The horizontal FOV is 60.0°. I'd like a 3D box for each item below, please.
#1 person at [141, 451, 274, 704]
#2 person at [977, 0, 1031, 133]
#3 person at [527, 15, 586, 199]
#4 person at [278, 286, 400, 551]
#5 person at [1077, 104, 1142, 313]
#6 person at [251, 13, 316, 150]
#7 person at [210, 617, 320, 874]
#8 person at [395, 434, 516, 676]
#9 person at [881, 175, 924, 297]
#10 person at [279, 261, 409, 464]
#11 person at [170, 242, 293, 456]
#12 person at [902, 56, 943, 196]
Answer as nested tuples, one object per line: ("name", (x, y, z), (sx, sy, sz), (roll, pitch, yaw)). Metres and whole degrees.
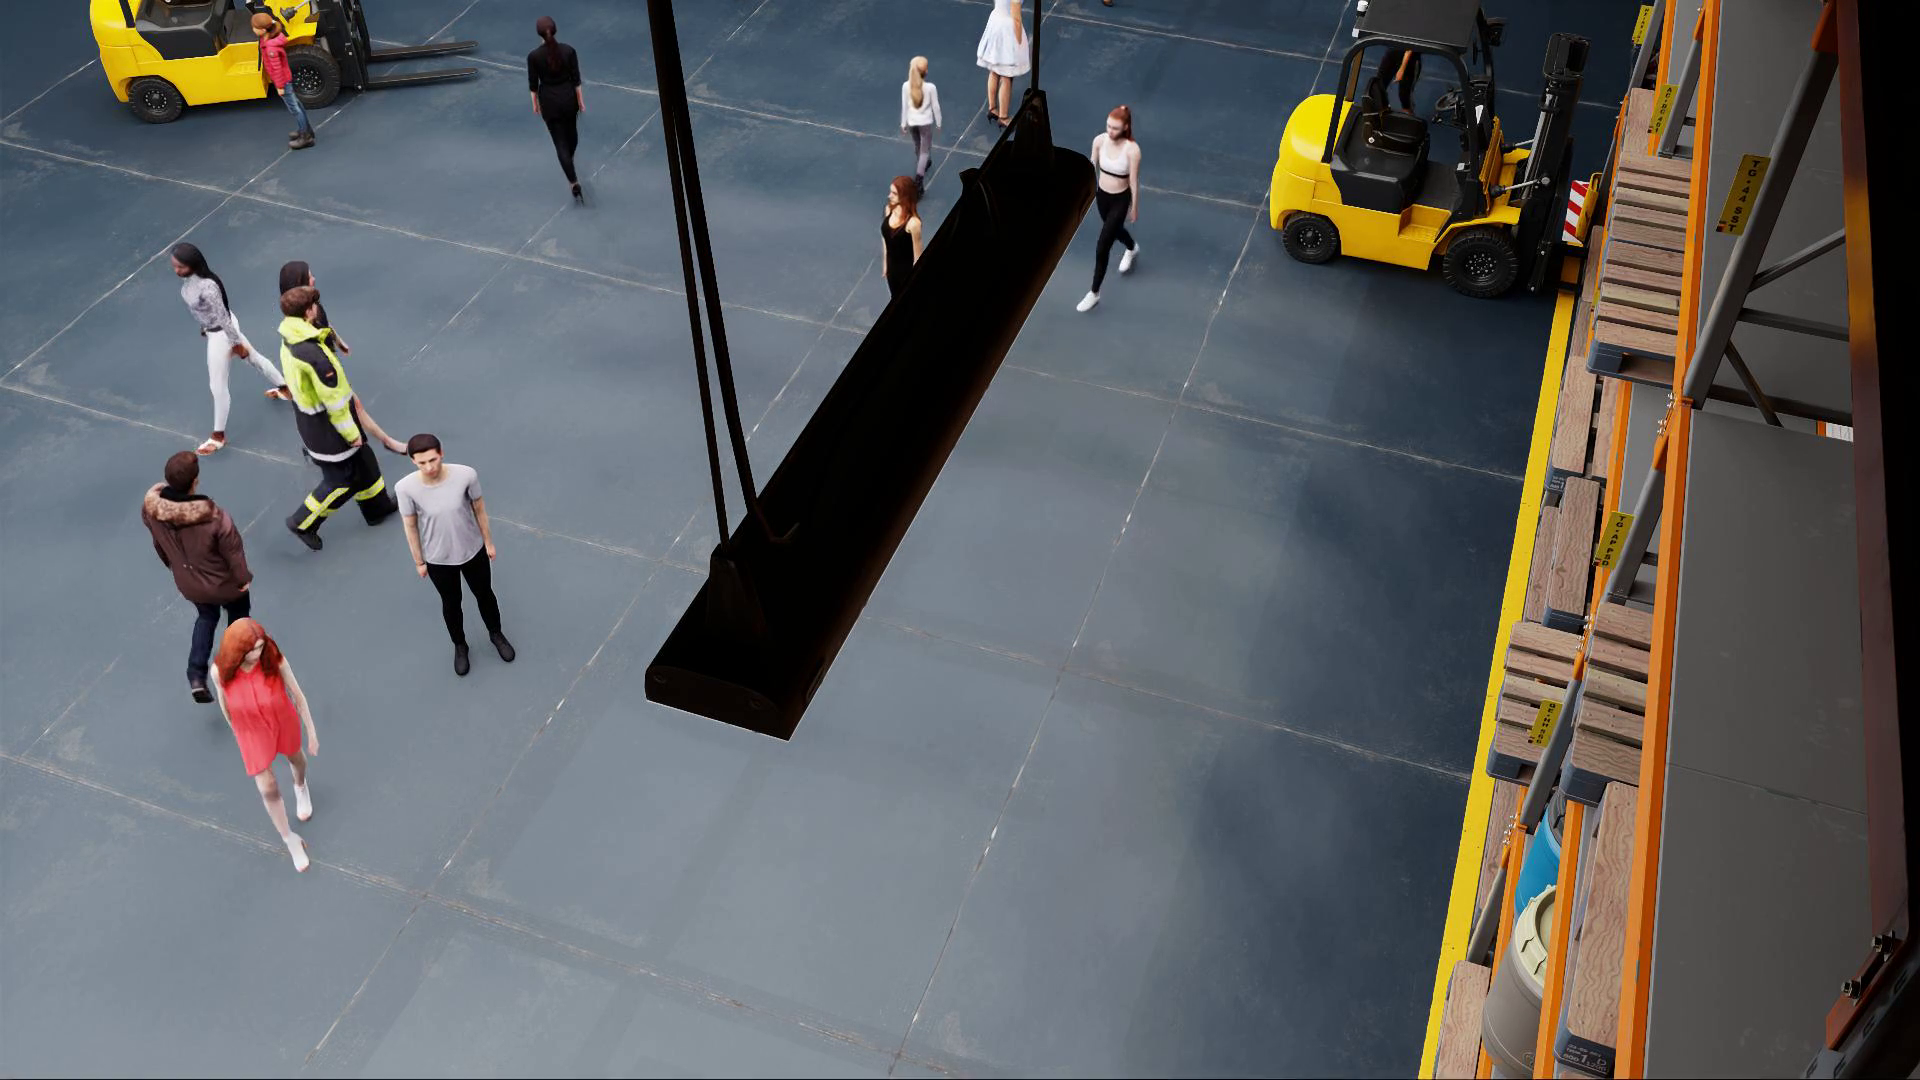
("person", (-4.725, 0.274, 10.386), (0.850, 1.813, 1.052), (8, 44, 8))
("person", (0.428, -4.700, 15.609), (0.911, 1.811, 0.858), (-23, 48, -22))
("person", (-3.558, -3.818, 14.820), (1.031, 1.622, 1.099), (-17, 46, -17))
("person", (-4.416, -0.791, 11.414), (1.279, 1.938, 1.182), (-22, 48, -22))
("person", (1.308, -2.803, 13.701), (0.863, 1.695, 1.266), (28, 50, 26))
("person", (-6.315, -4.311, 15.561), (0.641, 1.314, 0.568), (-14, 45, -14))
("person", (-3.977, 1.037, 9.602), (0.916, 1.790, 1.002), (-12, 45, -13))
("person", (-3.212, 0.064, 10.570), (0.733, 1.864, 0.788), (-17, 46, -17))
("person", (-0.415, -2.078, 12.918), (0.673, 1.726, 0.647), (-28, 50, -26))
("person", (-4.681, -1.216, 11.986), (1.034, 1.763, 1.083), (-9, 44, -10))
("person", (-5.410, -1.532, 12.384), (1.238, 1.673, 1.106), (-22, 48, -22))
("person", (-0.369, -3.718, 14.974), (0.509, 1.264, 0.892), (13, 45, 13))
